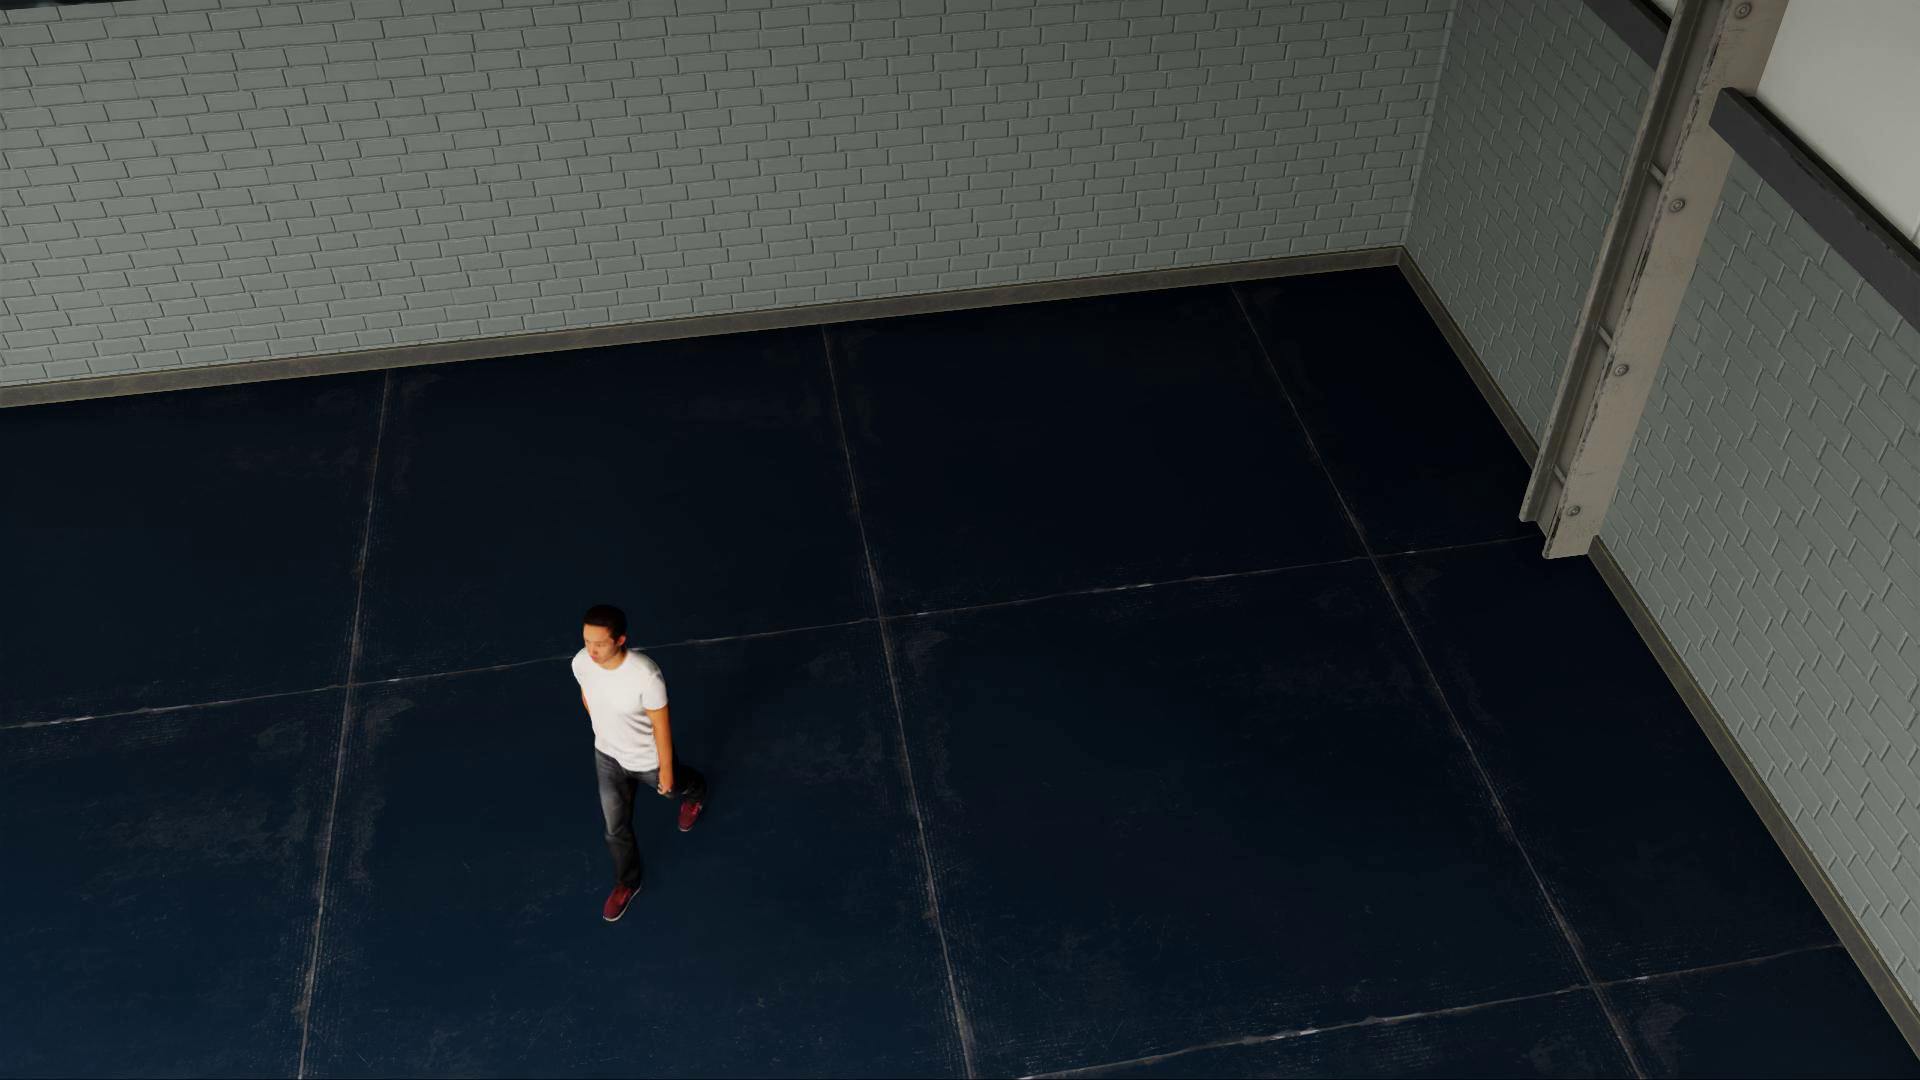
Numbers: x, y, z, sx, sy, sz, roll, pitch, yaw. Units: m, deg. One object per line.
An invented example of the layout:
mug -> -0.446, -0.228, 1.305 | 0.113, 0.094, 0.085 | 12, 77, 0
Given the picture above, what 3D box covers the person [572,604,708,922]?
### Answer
person -> -1.479, 0.925, 7.879 | 0.989, 1.769, 1.232 | 12, 44, 12
